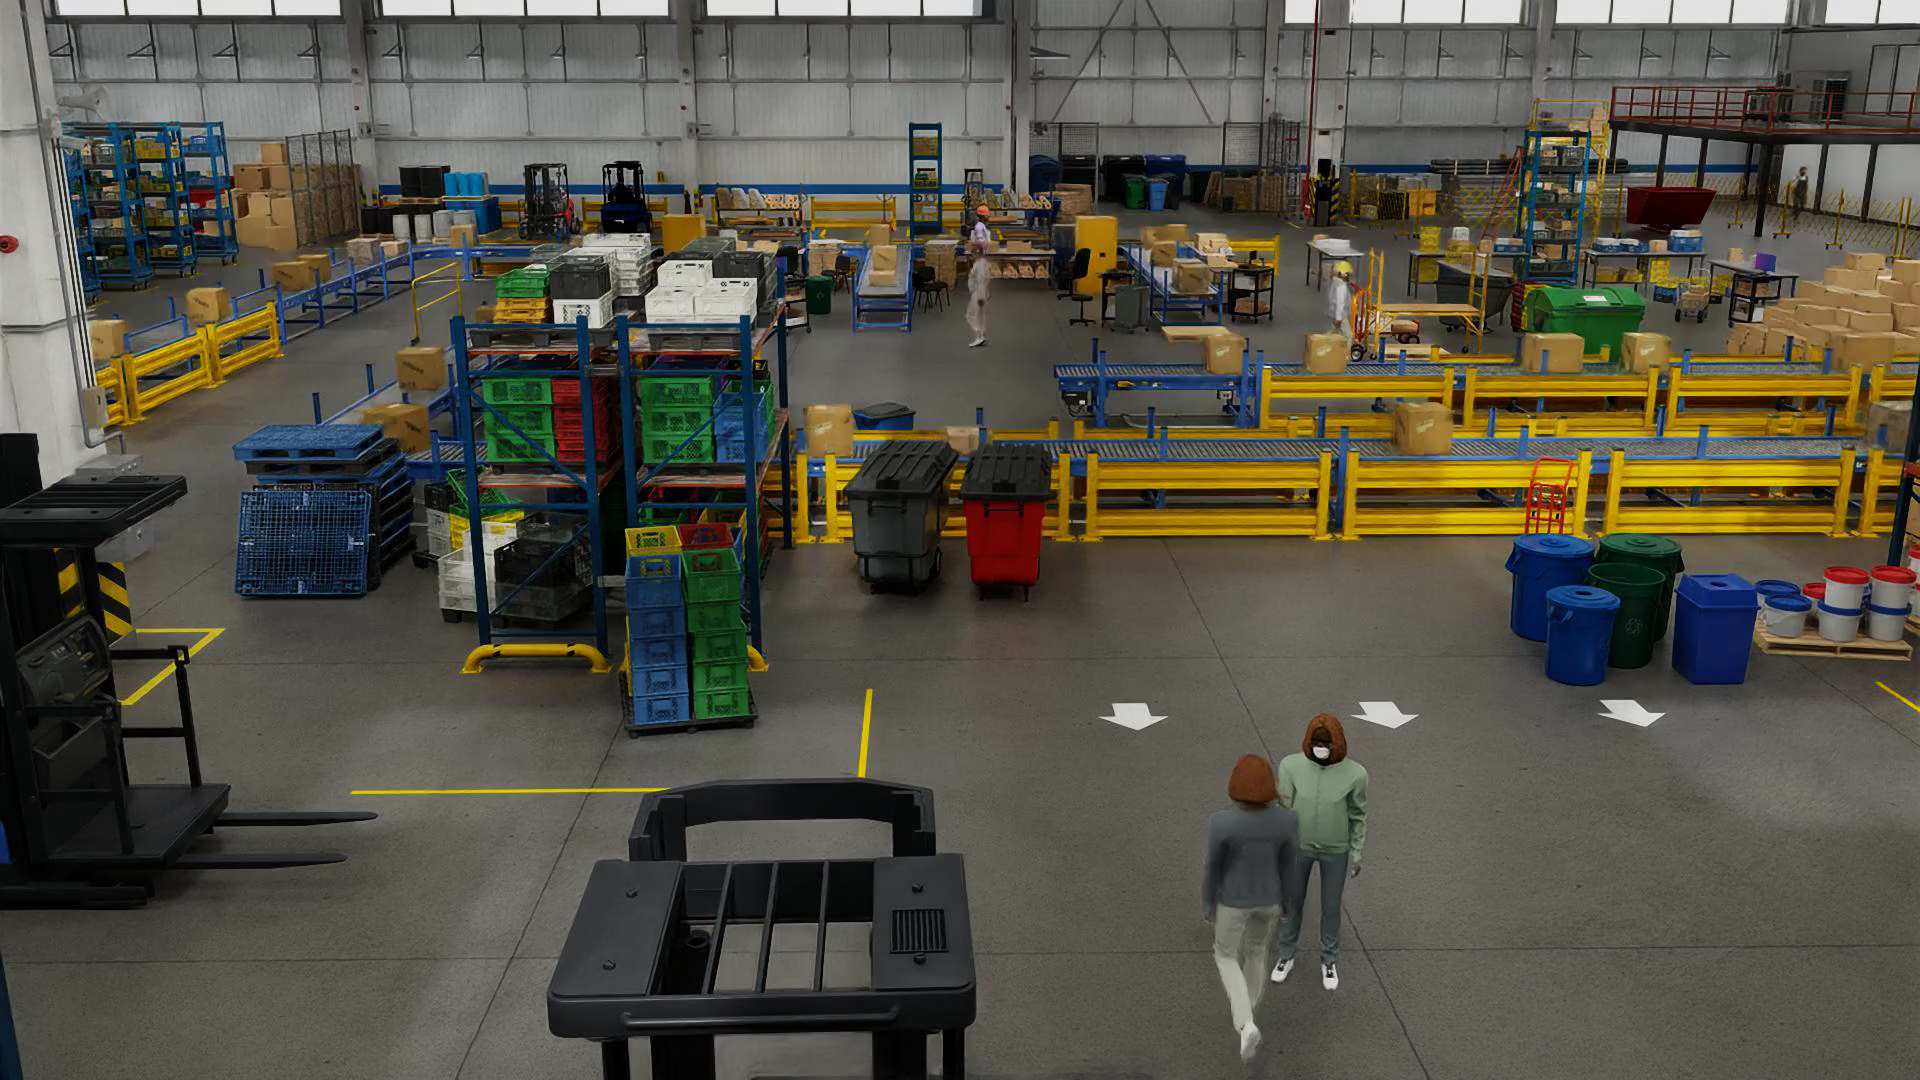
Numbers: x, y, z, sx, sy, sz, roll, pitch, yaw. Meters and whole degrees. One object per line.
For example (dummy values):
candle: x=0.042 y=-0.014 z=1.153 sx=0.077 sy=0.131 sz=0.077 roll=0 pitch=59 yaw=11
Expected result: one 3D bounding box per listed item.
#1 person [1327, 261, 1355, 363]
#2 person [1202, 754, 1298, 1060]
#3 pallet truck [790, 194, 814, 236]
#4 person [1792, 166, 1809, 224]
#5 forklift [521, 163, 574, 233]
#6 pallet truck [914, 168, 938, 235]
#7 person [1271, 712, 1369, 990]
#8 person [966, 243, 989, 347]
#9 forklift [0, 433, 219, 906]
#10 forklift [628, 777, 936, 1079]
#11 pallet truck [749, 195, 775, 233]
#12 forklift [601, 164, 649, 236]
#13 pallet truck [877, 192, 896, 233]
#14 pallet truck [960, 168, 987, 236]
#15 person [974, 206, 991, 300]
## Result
person: x=6.542 y=-3.826 z=28.285 sx=0.761 sy=1.801 sz=0.636 roll=0 pitch=16 yaw=-1
person: x=1.527 y=1.913 z=8.687 sx=0.508 sy=1.619 sz=0.629 roll=-3 pitch=16 yaw=-10
pallet truck: x=-4.814 y=-9.883 z=50.259 sx=0.704 sy=1.261 sz=1.522 roll=-1 pitch=16 yaw=-3
person: x=27.095 y=-11.128 z=53.619 sx=0.545 sy=1.834 sz=0.406 roll=-1 pitch=16 yaw=-3
forklift: x=-12.233 y=-10.122 z=49.298 sx=1.157 sy=1.987 sz=2.680 roll=0 pitch=16 yaw=-1
pallet truck: x=-0.989 y=-10.316 z=50.507 sx=0.823 sy=1.965 sz=1.885 roll=1 pitch=16 yaw=3
person: x=2.001 y=1.729 z=9.287 sx=0.502 sy=1.632 sz=0.279 roll=5 pitch=17 yaw=17
person: x=0.292 y=-4.463 z=30.343 sx=0.478 sy=1.892 sz=0.685 roll=0 pitch=16 yaw=0
forklift: x=-5.952 y=0.780 z=10.366 sx=1.873 sy=2.768 sz=1.129 roll=0 pitch=16 yaw=-1
forklift: x=-0.542 y=2.165 z=5.552 sx=1.129 sy=2.768 sz=1.873 roll=-1 pitch=16 yaw=-2
pallet truck: x=-6.051 y=-9.967 z=50.660 sx=0.680 sy=1.201 sz=1.601 roll=0 pitch=16 yaw=-1
forklift: x=-9.948 y=-10.127 z=49.296 sx=1.157 sy=1.987 sz=2.680 roll=-1 pitch=16 yaw=-3
pallet truck: x=-2.277 y=-9.986 z=50.594 sx=0.653 sy=1.274 sz=1.630 roll=0 pitch=16 yaw=-1
pallet truck: x=0.383 y=-10.230 z=50.206 sx=0.823 sy=1.965 sz=1.885 roll=-1 pitch=16 yaw=-3
person: x=0.498 y=-6.277 z=36.385 sx=0.372 sy=2.042 sz=0.615 roll=1 pitch=16 yaw=4
